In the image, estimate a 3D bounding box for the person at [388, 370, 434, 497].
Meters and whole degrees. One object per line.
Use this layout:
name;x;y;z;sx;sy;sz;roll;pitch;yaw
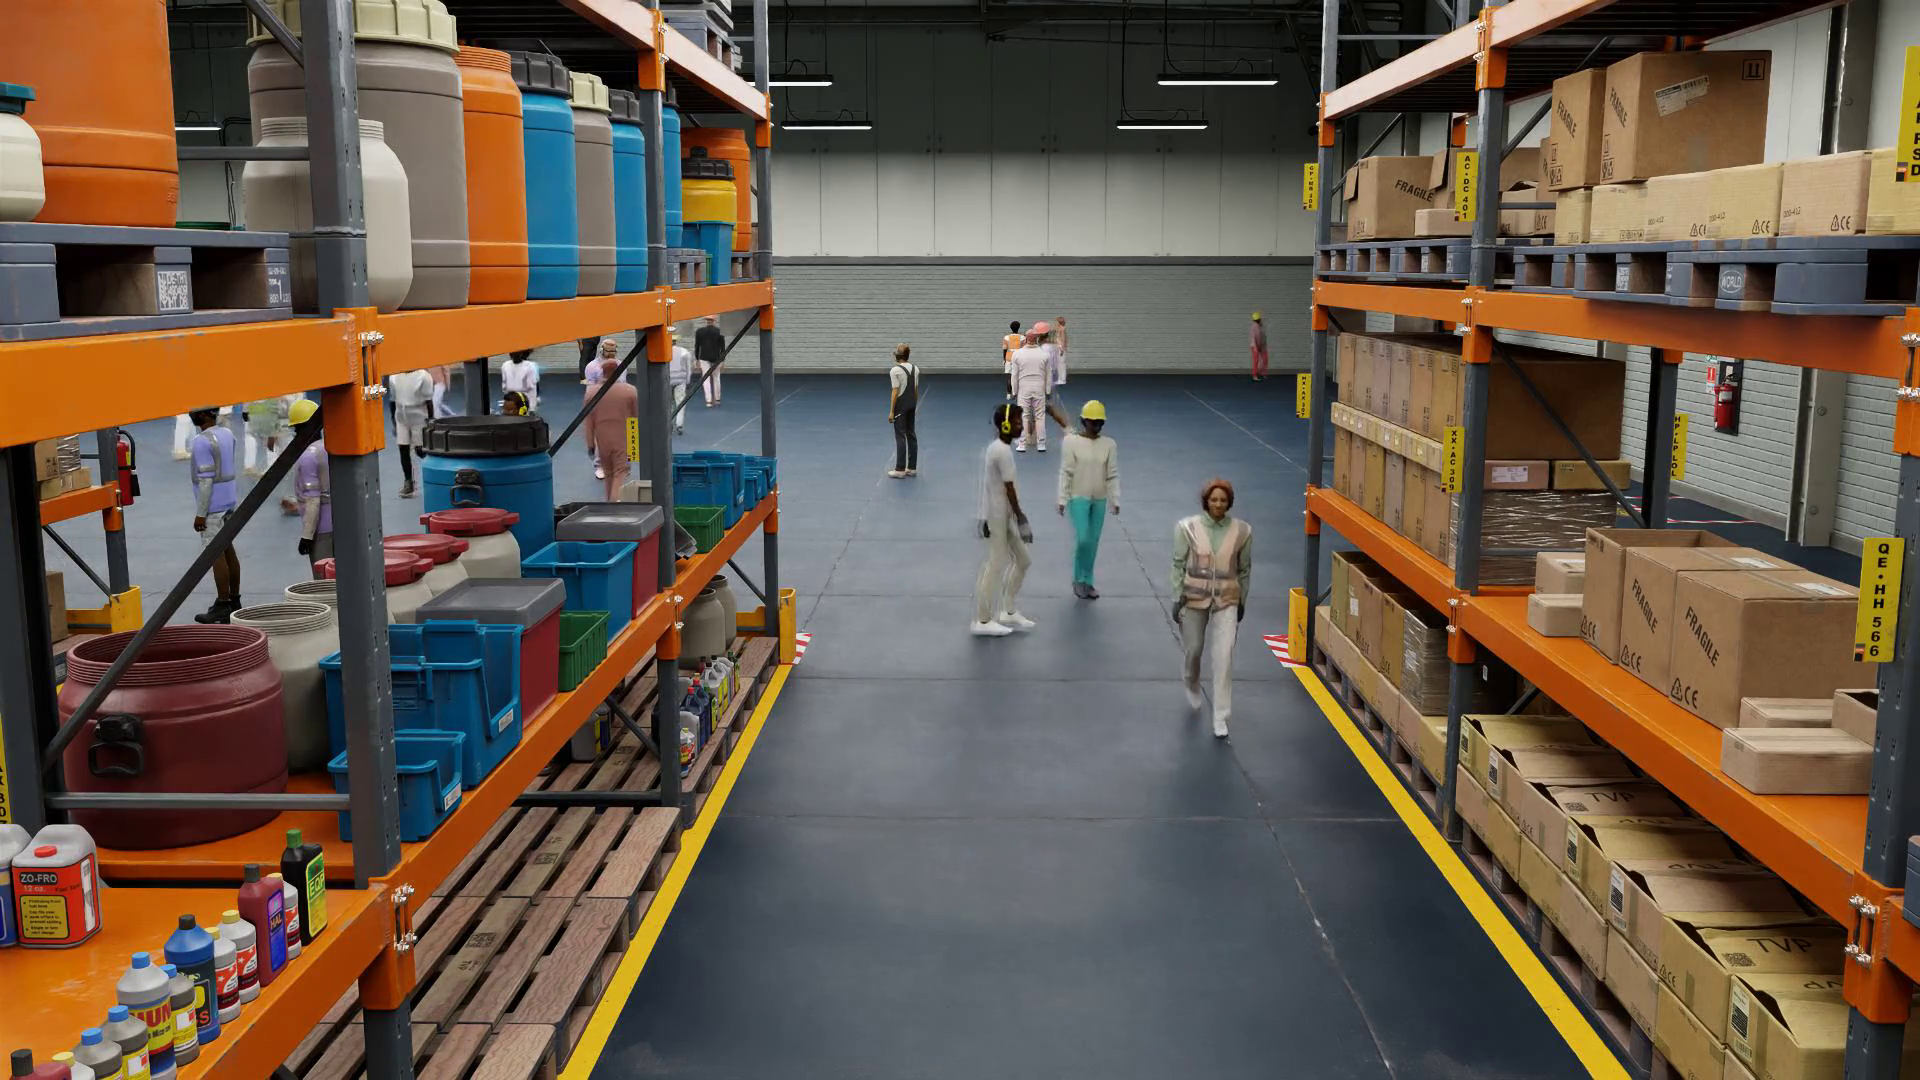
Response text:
person;-6.934;-1.536;21.125;0.621;1.943;0.619;2;10;11

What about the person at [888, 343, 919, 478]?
person;-0.785;-1.791;22.958;0.344;1.846;0.507;8;13;41

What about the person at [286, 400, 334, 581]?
person;-4.898;-0.115;12.701;0.383;1.917;0.584;0;9;0

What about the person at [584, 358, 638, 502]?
person;-3.943;-1.131;18.942;0.643;1.871;0.928;1;10;6

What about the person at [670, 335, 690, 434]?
person;-4.969;-2.749;28.902;0.582;1.790;0.949;-2;10;-12

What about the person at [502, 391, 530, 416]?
person;-3.747;-0.330;14.123;0.513;1.876;0.328;8;13;41

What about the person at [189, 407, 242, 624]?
person;-6.159;-0.292;13.699;0.353;1.939;0.544;0;9;-2

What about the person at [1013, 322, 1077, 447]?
person;1.397;-2.505;26.775;0.994;2.008;0.621;1;10;7

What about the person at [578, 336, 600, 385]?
person;-9.029;-4.806;40.558;0.536;2.000;0.688;4;10;22

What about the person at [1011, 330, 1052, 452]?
person;1.112;-2.327;25.989;0.643;1.908;0.408;-1;10;-6

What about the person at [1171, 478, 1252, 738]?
person;1.598;0.384;10.637;0.512;1.609;0.755;1;9;4

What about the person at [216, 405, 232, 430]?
person;-10.591;-1.814;23.741;0.366;1.627;0.522;1;10;7

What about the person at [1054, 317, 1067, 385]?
person;2.443;-4.587;40.319;0.308;1.639;0.524;-1;10;-7

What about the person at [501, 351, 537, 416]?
person;-6.194;-1.855;23.161;0.575;1.900;0.901;2;10;14

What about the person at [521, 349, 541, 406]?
person;-6.900;-2.251;26.211;0.547;1.673;0.714;7;12;36

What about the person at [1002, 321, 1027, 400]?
person;1.181;-3.858;35.780;0.542;1.695;0.316;0;9;2

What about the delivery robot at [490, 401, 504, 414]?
delivery robot;-7.992;-2.306;28.970;0.335;0.223;0.698;7;12;36

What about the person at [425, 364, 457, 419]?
person;-8.975;-2.704;28.741;0.521;1.743;0.697;6;11;33

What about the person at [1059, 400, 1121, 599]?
person;1.159;-0.349;14.580;0.553;1.747;0.481;-4;10;-24

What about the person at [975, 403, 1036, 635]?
person;0.398;-0.156;13.165;0.633;1.845;0.500;1;9;3

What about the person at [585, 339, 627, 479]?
person;-4.816;-1.802;22.862;0.638;1.902;0.407;-9;13;-43

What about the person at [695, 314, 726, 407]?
person;-5.148;-3.730;34.300;0.619;1.942;1.014;-1;10;-8

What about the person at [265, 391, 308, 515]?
person;-7.794;-1.242;19.411;0.521;1.926;0.640;3;10;17

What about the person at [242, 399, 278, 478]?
person;-9.623;-1.755;22.930;0.596;1.795;0.708;7;12;36

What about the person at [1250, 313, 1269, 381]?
person;7.464;-4.807;41.430;0.605;1.714;0.524;-5;11;-26

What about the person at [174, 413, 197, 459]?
person;-11.667;-2.157;25.243;0.640;1.810;0.827;6;11;33
